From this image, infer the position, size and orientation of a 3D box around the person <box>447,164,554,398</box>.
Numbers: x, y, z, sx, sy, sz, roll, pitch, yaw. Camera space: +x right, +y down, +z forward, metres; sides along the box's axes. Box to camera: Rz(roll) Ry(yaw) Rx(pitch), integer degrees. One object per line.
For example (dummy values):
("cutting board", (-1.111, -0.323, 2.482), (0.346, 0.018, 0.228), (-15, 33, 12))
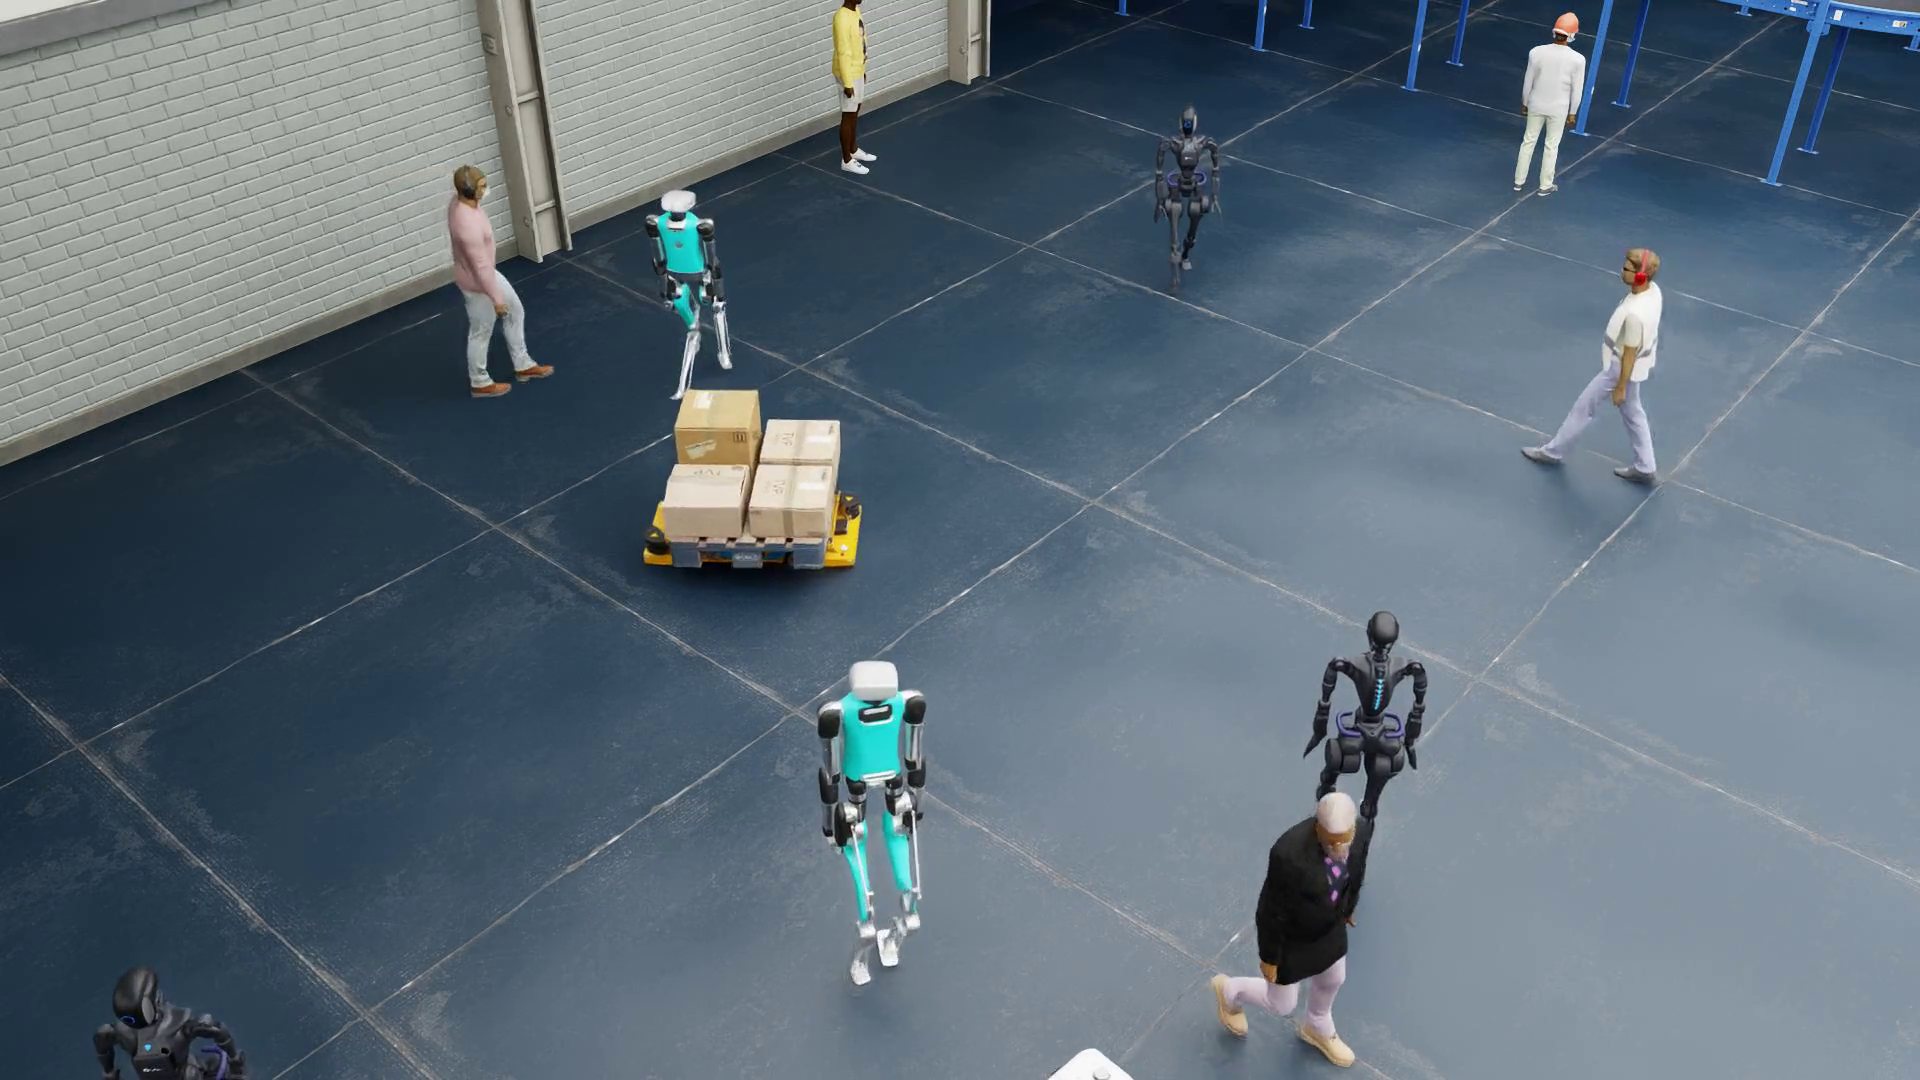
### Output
("person", (-3.532, -1.976, 12.741), (0.798, 1.913, 0.660), (-10, 37, -13))

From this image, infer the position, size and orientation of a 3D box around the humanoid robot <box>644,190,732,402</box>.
("humanoid robot", (-2.036, -1.991, 12.938), (0.530, 1.759, 0.943), (5, 36, 7))

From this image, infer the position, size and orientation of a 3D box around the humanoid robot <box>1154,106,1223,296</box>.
("humanoid robot", (1.984, -2.988, 14.424), (0.615, 1.628, 0.801), (1, 35, 2))

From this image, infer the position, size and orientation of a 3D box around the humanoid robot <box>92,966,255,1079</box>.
("humanoid robot", (-3.176, 2.322, 6.912), (0.603, 1.657, 0.358), (-4, 36, -5))

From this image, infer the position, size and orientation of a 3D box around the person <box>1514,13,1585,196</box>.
("person", (5.670, -4.183, 15.980), (0.561, 1.751, 0.324), (22, 41, 28))

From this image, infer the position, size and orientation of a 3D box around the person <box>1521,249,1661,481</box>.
("person", (4.683, -1.240, 11.814), (0.953, 1.793, 0.578), (19, 40, 25))

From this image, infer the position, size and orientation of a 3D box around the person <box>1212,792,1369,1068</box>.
("person", (1.540, 1.726, 7.625), (0.618, 1.819, 0.572), (-19, 40, -25))

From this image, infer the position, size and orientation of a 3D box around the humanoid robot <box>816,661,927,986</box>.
("humanoid robot", (-0.363, 1.455, 8.063), (0.551, 1.762, 0.710), (-11, 37, -15))

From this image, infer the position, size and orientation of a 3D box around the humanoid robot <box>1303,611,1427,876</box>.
("humanoid robot", (2.124, 1.024, 8.741), (0.586, 1.642, 0.562), (2, 36, 3))

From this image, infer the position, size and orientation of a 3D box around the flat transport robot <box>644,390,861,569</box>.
("flat transport robot", (-1.422, -0.082, 11.503), (1.431, 0.231, 0.659), (1, 35, 1))

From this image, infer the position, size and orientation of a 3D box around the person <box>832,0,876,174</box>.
("person", (-1.065, -4.593, 16.434), (0.377, 1.899, 0.544), (6, 36, 9))

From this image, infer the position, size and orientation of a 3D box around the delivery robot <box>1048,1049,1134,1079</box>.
("delivery robot", (0.465, 2.632, 7.438), (0.765, 0.585, 0.499), (-29, 45, -34))
